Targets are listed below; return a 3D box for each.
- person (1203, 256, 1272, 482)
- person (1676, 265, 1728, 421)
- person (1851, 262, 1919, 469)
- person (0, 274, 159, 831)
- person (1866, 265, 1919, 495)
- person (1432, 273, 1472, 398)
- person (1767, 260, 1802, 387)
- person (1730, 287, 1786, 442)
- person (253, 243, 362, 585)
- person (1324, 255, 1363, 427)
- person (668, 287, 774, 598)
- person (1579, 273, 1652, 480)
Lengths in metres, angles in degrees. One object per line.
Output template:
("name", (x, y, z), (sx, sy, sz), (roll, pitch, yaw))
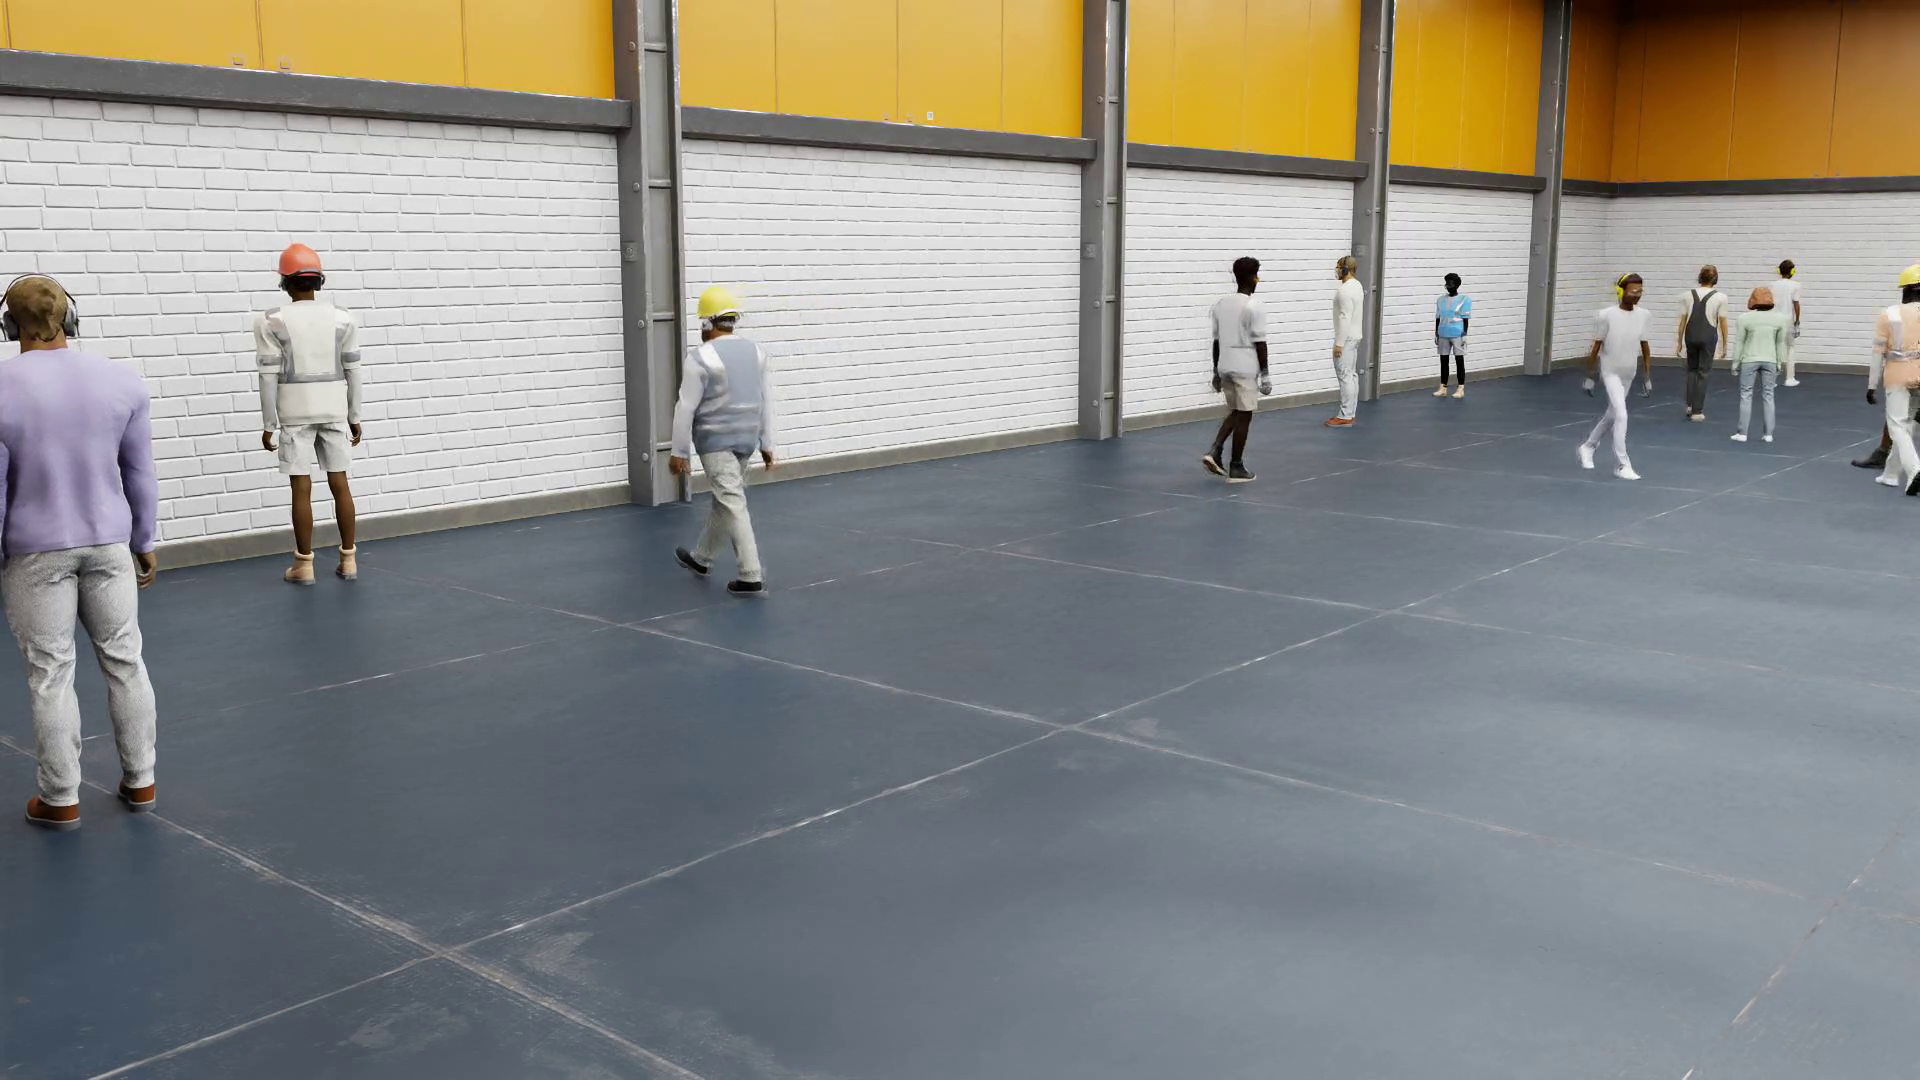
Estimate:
("person", (2.429, -1.466, 14.355), (0.418, 1.953, 0.601), (-6, 11, -30))
("person", (8.747, -2.310, 19.543), (0.534, 1.823, 0.568), (9, 13, 42))
("person", (8.644, -1.543, 14.955), (0.926, 1.909, 0.542), (8, 12, 37))
("person", (-3.123, 0.049, 5.813), (0.627, 1.934, 0.370), (-10, 14, -44))
("person", (7.897, -1.330, 13.799), (0.584, 1.889, 0.906), (1, 10, 4))
("person", (6.658, -2.768, 22.539), (0.318, 1.691, 0.529), (-9, 14, -43))
("person", (12.038, -3.140, 24.236), (0.748, 1.840, 0.563), (-9, 13, -41))
("person", (8.369, -1.837, 17.451), (0.509, 1.623, 0.322), (1, 10, 8))
("person", (-3.919, -0.751, 10.041), (0.607, 2.048, 0.366), (-8, 13, -37))
("person", (4.372, -2.250, 18.882), (0.362, 1.939, 0.635), (5, 11, 24))
("person", (-1.460, -0.578, 9.779), (0.901, 1.785, 0.625), (8, 13, 38))
("person", (5.882, -1.483, 14.902), (0.530, 1.813, 1.006), (-2, 10, -13))
